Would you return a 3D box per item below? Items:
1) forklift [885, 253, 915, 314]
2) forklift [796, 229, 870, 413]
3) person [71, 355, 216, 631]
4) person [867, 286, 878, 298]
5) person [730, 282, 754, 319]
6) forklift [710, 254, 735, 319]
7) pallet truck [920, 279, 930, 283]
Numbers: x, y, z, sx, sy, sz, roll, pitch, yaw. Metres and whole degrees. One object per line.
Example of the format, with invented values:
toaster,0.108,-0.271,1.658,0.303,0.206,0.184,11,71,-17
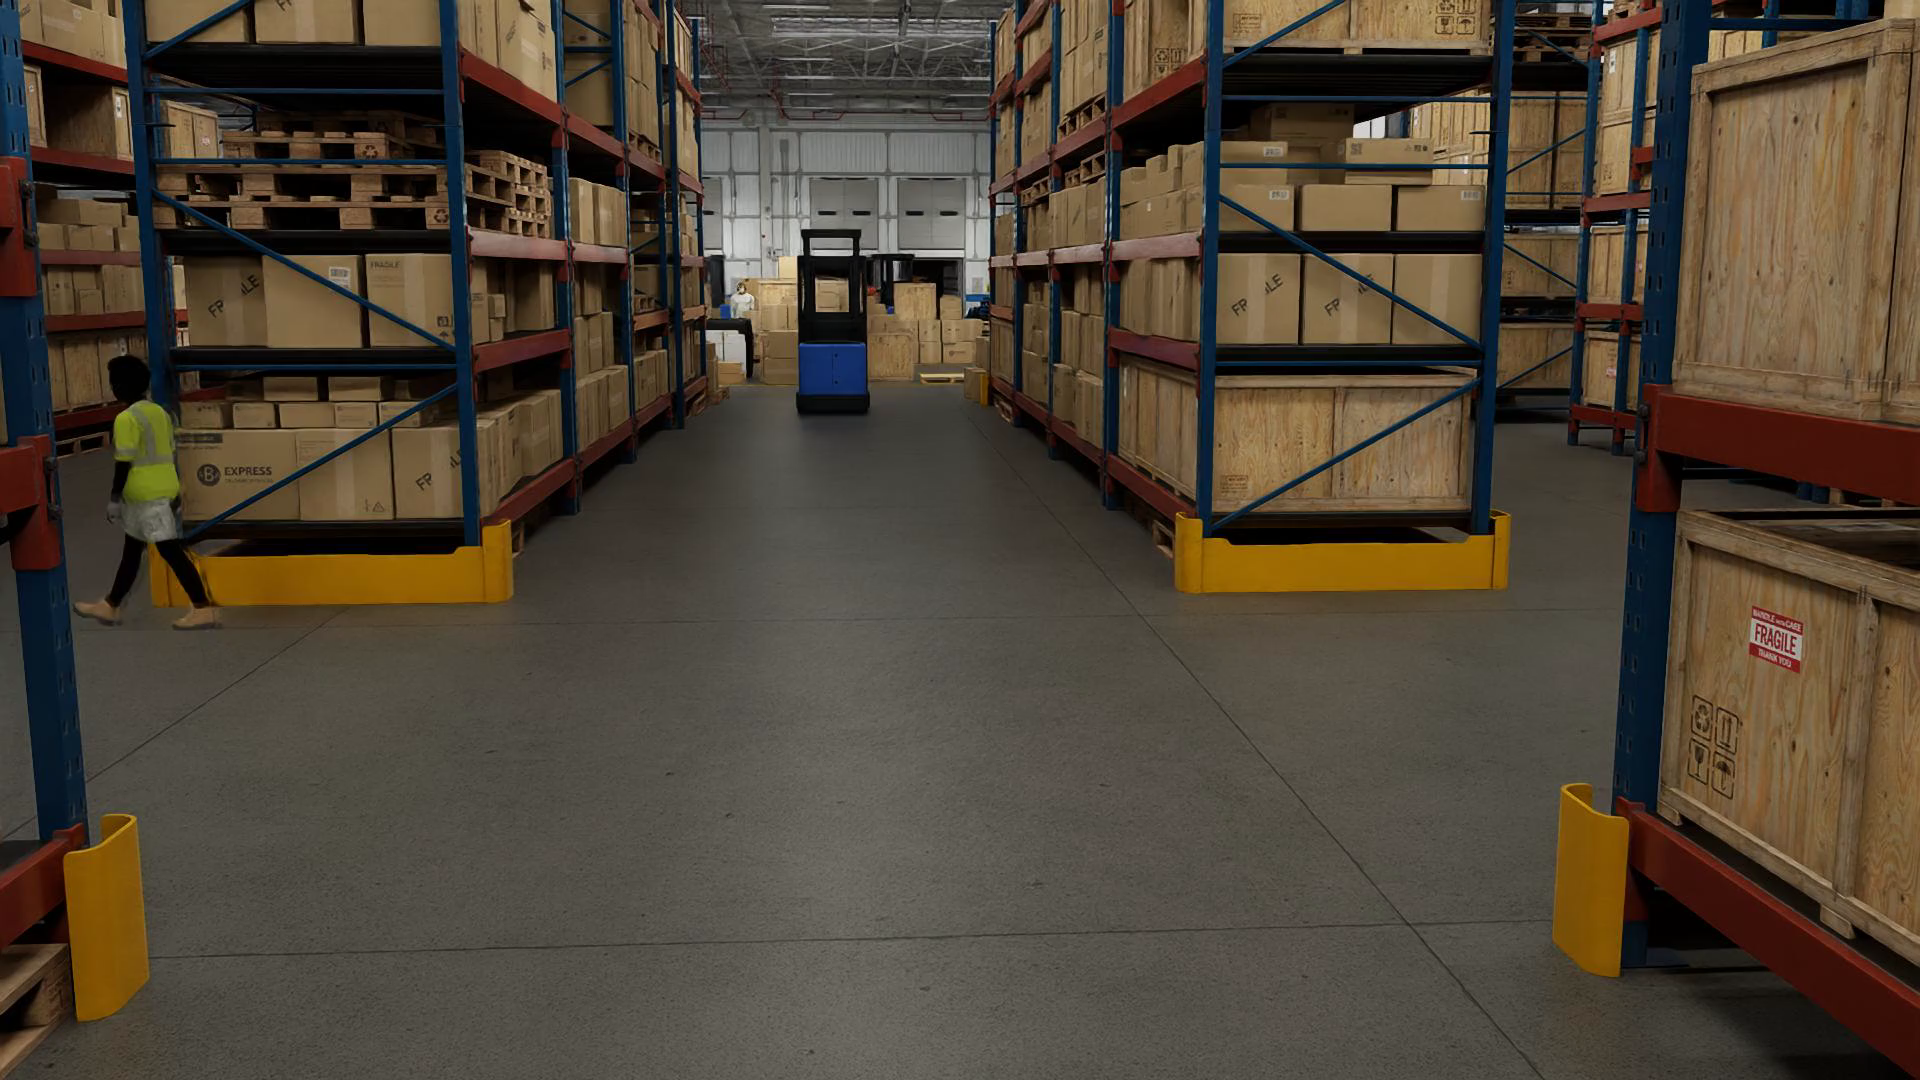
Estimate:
forklift,-1.966,-8.022,54.704,1.129,2.768,1.873,-5,10,-30
forklift,-1.981,-3.419,25.797,1.129,2.768,1.873,-1,9,-4
person,-4.877,-0.268,9.861,0.880,1.639,0.546,-1,9,-6
person,-2.133,-4.584,36.257,0.941,1.891,0.592,1,9,3
person,-5.628,-5.689,43.003,0.630,1.940,0.372,-1,9,-4
forklift,-8.383,-8.512,57.776,1.873,2.768,1.129,0,9,3
pallet truck,-0.932,-8.922,63.114,1.885,1.965,0.823,2,9,13
